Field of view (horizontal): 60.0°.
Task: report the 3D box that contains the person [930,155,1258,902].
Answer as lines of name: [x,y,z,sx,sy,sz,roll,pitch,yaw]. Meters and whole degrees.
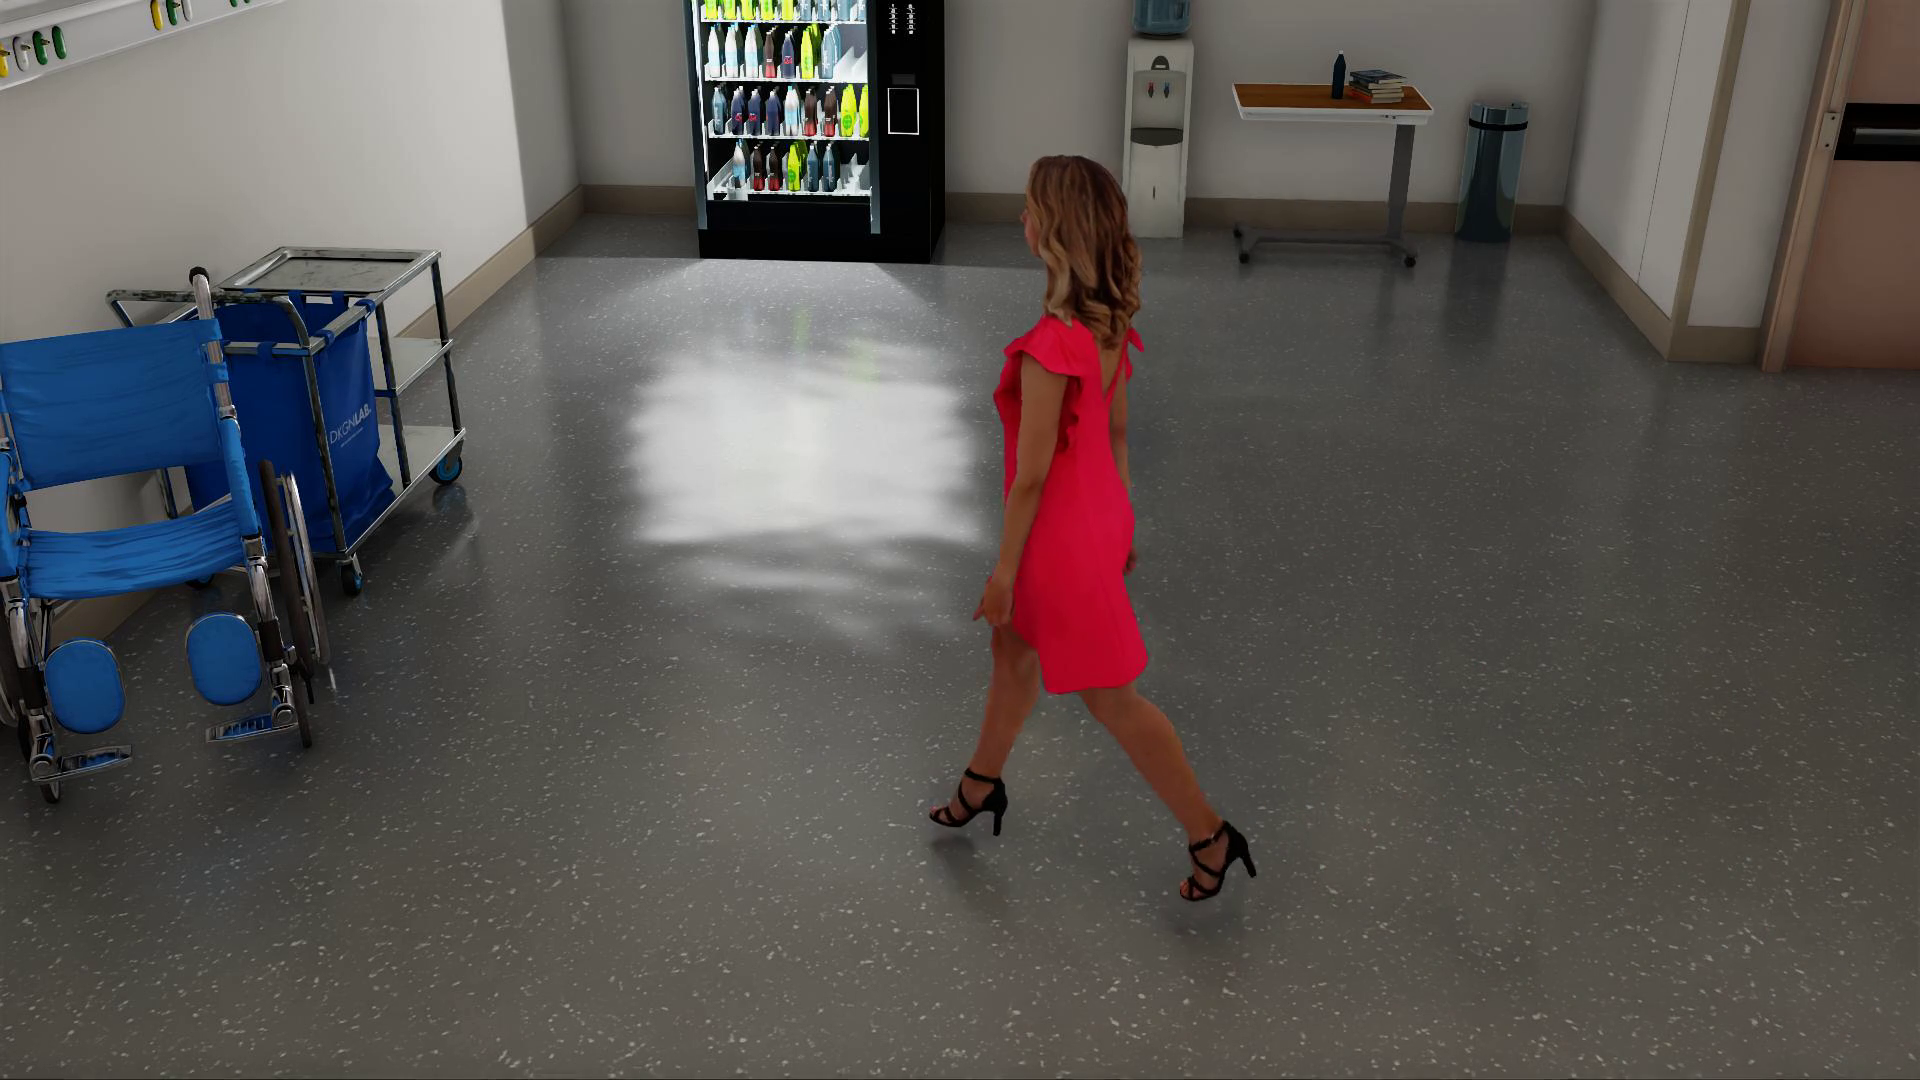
person: [0.330,0.059,3.604,1.124,1.679,0.802,10,28,21]
